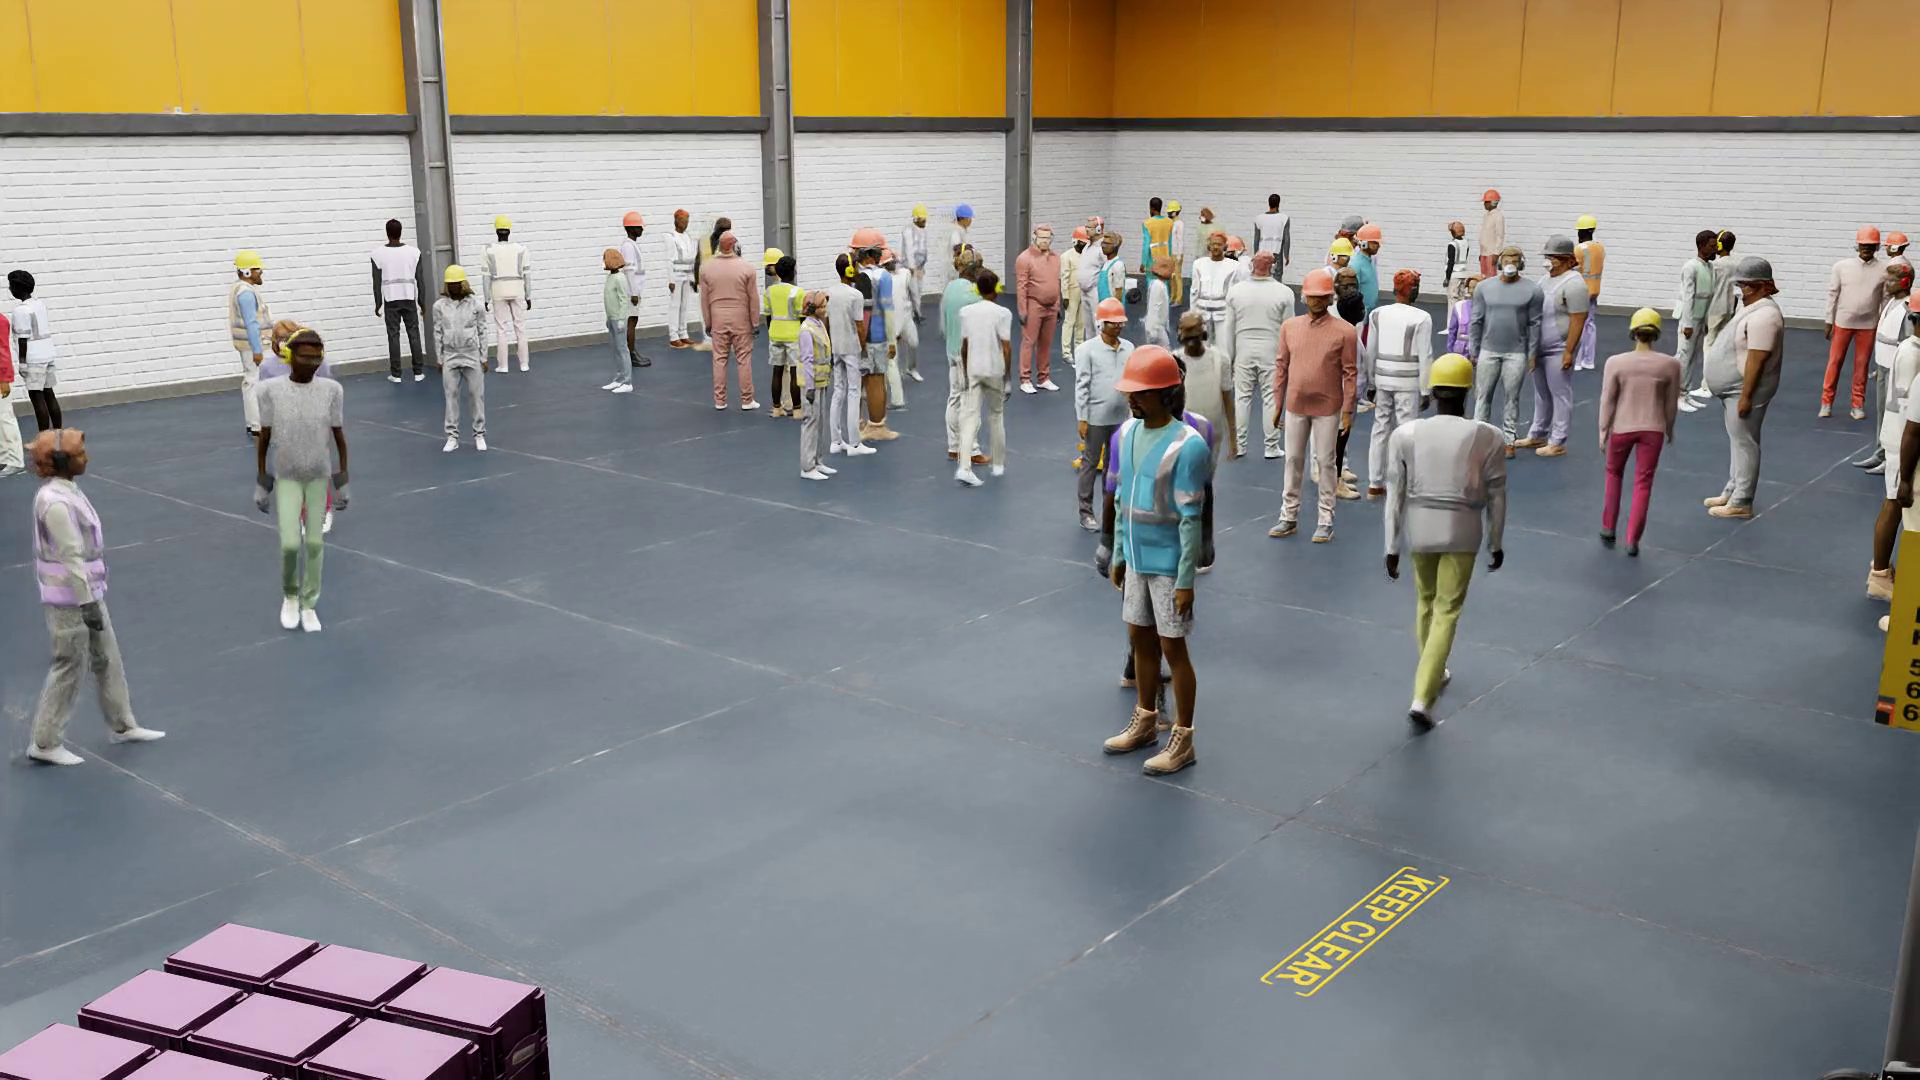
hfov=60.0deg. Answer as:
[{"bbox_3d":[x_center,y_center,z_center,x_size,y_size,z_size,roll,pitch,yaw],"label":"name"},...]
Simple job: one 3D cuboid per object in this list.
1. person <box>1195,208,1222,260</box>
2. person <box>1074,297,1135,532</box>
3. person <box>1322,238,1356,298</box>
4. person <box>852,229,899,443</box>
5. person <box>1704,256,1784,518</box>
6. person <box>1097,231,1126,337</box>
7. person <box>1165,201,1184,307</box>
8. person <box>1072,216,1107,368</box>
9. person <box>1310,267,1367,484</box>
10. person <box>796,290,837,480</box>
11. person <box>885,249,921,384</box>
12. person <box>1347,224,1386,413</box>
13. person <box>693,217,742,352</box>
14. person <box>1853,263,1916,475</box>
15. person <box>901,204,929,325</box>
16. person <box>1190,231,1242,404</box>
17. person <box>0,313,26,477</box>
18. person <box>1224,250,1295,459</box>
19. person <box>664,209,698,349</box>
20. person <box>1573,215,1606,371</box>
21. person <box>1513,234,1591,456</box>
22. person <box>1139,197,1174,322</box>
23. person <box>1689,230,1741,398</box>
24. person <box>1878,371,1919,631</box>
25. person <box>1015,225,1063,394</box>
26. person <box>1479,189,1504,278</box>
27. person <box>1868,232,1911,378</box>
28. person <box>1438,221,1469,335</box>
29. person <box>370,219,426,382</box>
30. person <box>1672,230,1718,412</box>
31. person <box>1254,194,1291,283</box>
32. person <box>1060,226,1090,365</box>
[{"bbox_3d":[4.406,-5.043,29.268,0.558,1.570,0.867,12,19,40],"label":"person"},{"bbox_3d":[1.115,-0.950,12.547,0.563,1.753,0.327,-10,17,-34],"label":"person"},{"bbox_3d":[4.042,-2.320,17.866,0.403,1.830,0.599,12,18,39],"label":"person"},{"bbox_3d":[-0.848,-1.965,16.025,0.615,2.038,0.396,10,17,36],"label":"person"},{"bbox_3d":[6.087,-1.200,12.970,0.535,2.000,0.681,5,15,19],"label":"person"},{"bbox_3d":[1.682,-2.542,18.726,0.345,1.847,0.508,-3,14,-11],"label":"person"},{"bbox_3d":[3.575,-4.781,27.858,0.339,1.761,0.524,-4,15,-16],"label":"person"},{"bbox_3d":[1.651,-3.037,20.581,0.407,1.909,0.639,-6,15,-22],"label":"person"},{"bbox_3d":[3.221,-1.393,14.137,0.517,1.843,0.325,-6,15,-23],"label":"person"},{"bbox_3d":[-1.257,-1.332,14.330,0.315,1.631,0.523,2,14,7],"label":"person"},{"bbox_3d":[-0.735,-2.594,19.426,0.600,1.610,0.348,-6,15,-23],"label":"person"},{"bbox_3d":[4.278,-2.358,17.702,0.406,1.988,0.613,8,16,30],"label":"person"},{"bbox_3d":[-3.299,-3.418,22.330,0.737,1.810,0.433,4,14,14],"label":"person"},{"bbox_3d":[8.155,-1.483,14.493,0.373,1.844,0.571,3,14,11],"label":"person"},{"bbox_3d":[-0.674,-4.231,25.519,0.420,1.825,0.617,8,16,28],"label":"person"},{"bbox_3d":[2.788,-2.433,18.218,0.575,1.883,0.362,7,16,25],"label":"person"},{"bbox_3d":[-8.461,-1.423,14.473,0.578,1.737,0.354,8,16,30],"label":"person"},{"bbox_3d":[2.745,-1.690,15.200,0.652,1.905,0.408,6,15,22],"label":"person"},{"bbox_3d":[-3.829,-3.582,22.801,0.359,1.886,0.575,6,15,21],"label":"person"},{"bbox_3d":[7.742,-3.064,20.678,0.582,1.919,0.402,-11,18,-37],"label":"person"},{"bbox_3d":[5.453,-1.802,15.376,0.536,2.000,0.682,-2,14,-8],"label":"person"},{"bbox_3d":[3.031,-4.315,25.668,0.593,1.919,0.391,-10,17,-36],"label":"person"},{"bbox_3d":[8.494,-2.523,18.636,0.501,1.862,0.328,-6,15,-23],"label":"person"},{"bbox_3d":[5.852,-0.425,9.872,0.682,2.000,0.537,-1,14,-4],"label":"person"},{"bbox_3d":[0.930,-2.632,18.972,0.645,1.903,0.400,-11,18,-38],"label":"person"},{"bbox_3d":[8.509,-4.627,26.761,0.389,1.991,0.626,-1,14,-5],"label":"person"},{"bbox_3d":[11.209,-2.830,20.063,0.341,1.750,0.566,13,19,43],"label":"person"},{"bbox_3d":[7.202,-3.803,24.187,0.311,1.639,0.513,13,19,42],"label":"person"},{"bbox_3d":[-6.653,-2.838,19.762,0.597,1.917,0.382,-7,16,-26],"label":"person"},{"bbox_3d":[7.855,-2.349,17.806,0.397,1.920,0.587,12,19,41],"label":"person"},{"bbox_3d":[5.027,-4.607,26.832,0.587,1.920,0.393,7,15,25],"label":"person"},{"bbox_3d":[1.520,-3.131,21.277,0.562,1.746,0.335,-13,19,-42],"label":"person"}]
